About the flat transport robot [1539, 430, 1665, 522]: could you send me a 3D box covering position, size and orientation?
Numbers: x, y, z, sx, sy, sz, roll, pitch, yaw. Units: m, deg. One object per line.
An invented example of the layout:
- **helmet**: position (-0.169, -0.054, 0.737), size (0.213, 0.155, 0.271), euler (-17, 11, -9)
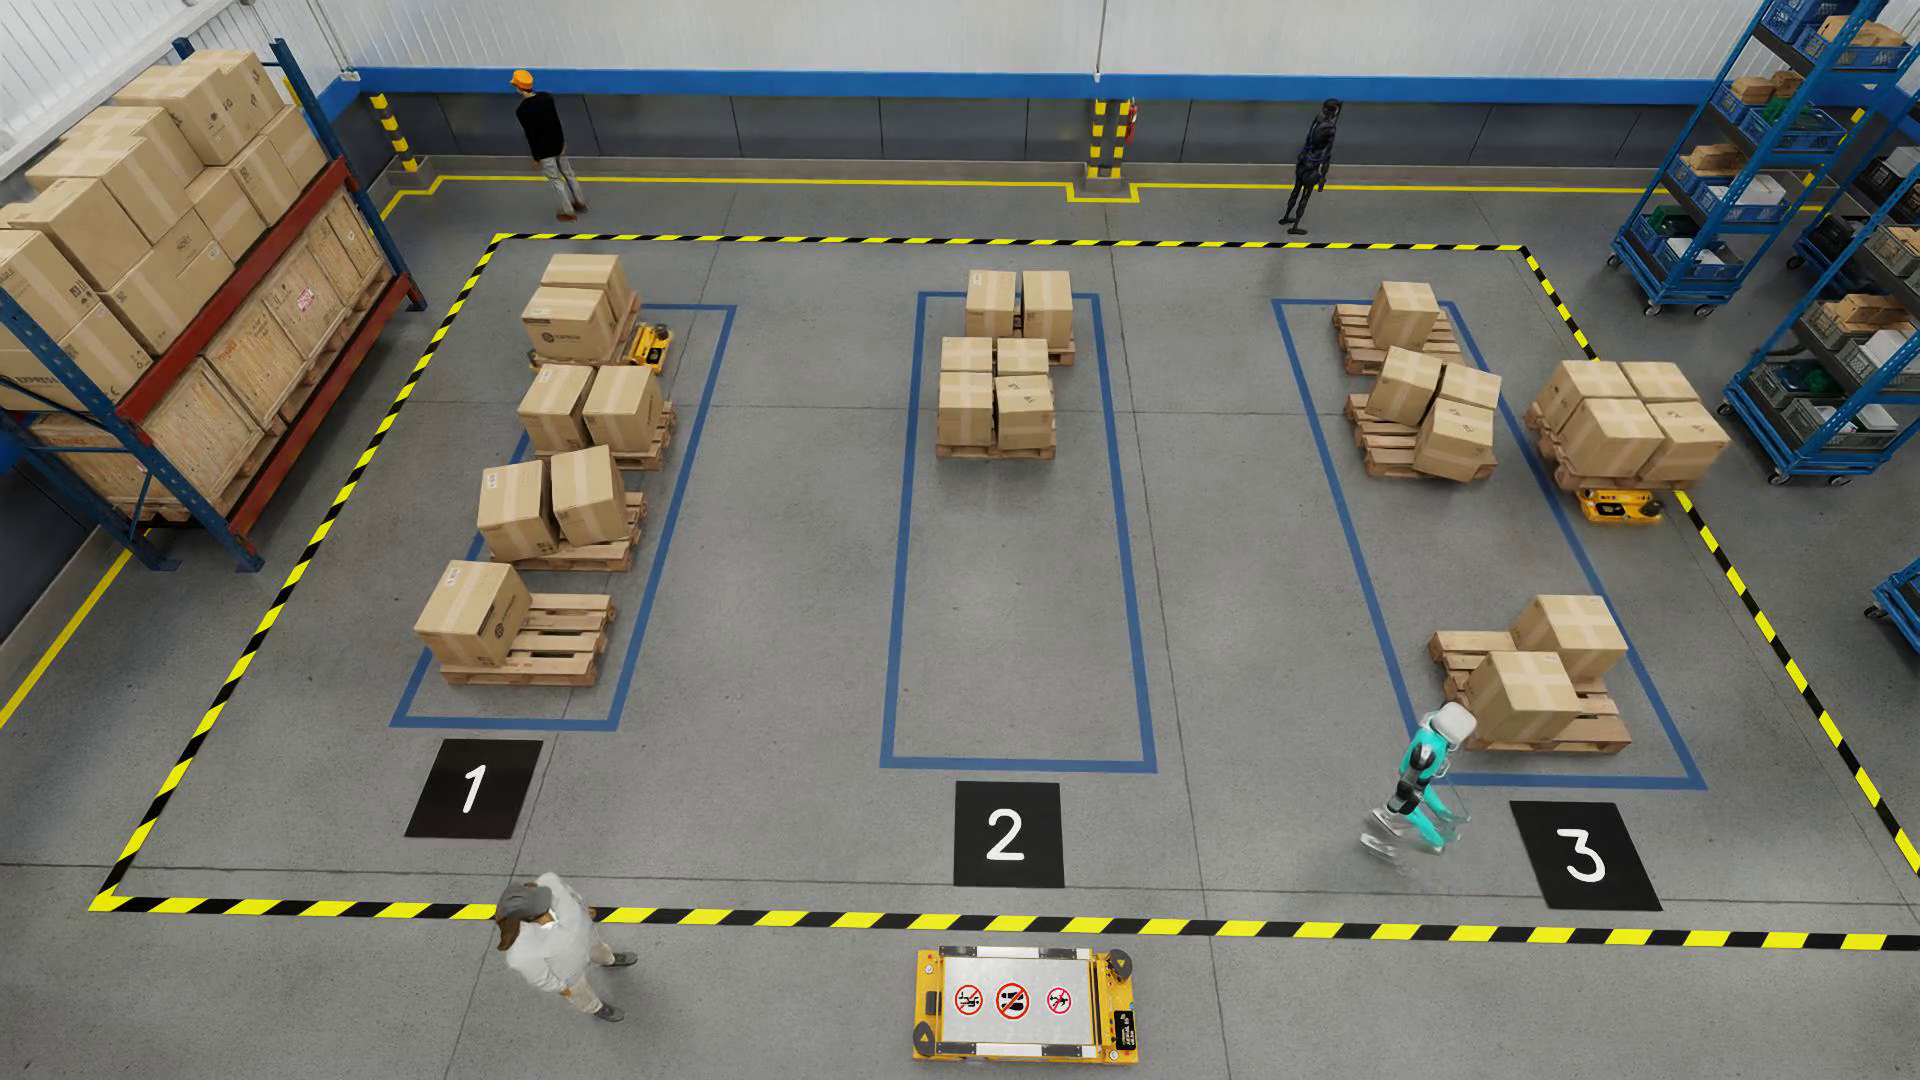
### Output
- **flat transport robot**: position (6.332, -0.781, 9.105), size (0.652, 0.197, 1.431), euler (1, 51, 1)

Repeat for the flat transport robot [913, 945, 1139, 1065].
- **flat transport robot**: position (0.422, 3.041, 6.007), size (1.431, 0.231, 0.659), euler (1, 51, 1)

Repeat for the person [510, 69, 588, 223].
- **person**: position (-5.141, -4.890, 11.430), size (0.380, 1.882, 0.589), euler (17, 53, 14)

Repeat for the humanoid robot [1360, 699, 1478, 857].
- **humanoid robot**: position (3.164, 1.700, 6.065), size (0.735, 1.677, 0.533), euler (35, 59, 25)

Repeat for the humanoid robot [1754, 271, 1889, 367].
- **humanoid robot**: position (9.072, -2.306, 9.477), size (0.612, 1.635, 0.717), euler (-14, 52, -11)

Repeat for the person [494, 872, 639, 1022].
- **person**: position (-2.381, 2.451, 5.519), size (0.400, 1.769, 0.562), euler (2, 51, 1)

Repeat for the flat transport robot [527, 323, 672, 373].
- **flat transport robot**: position (-4.014, -2.156, 10.226), size (1.431, 0.197, 0.652), euler (1, 51, 1)

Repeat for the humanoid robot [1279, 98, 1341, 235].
- **humanoid robot**: position (4.352, -4.632, 11.346), size (0.315, 1.653, 0.599), euler (-8, 51, -6)
